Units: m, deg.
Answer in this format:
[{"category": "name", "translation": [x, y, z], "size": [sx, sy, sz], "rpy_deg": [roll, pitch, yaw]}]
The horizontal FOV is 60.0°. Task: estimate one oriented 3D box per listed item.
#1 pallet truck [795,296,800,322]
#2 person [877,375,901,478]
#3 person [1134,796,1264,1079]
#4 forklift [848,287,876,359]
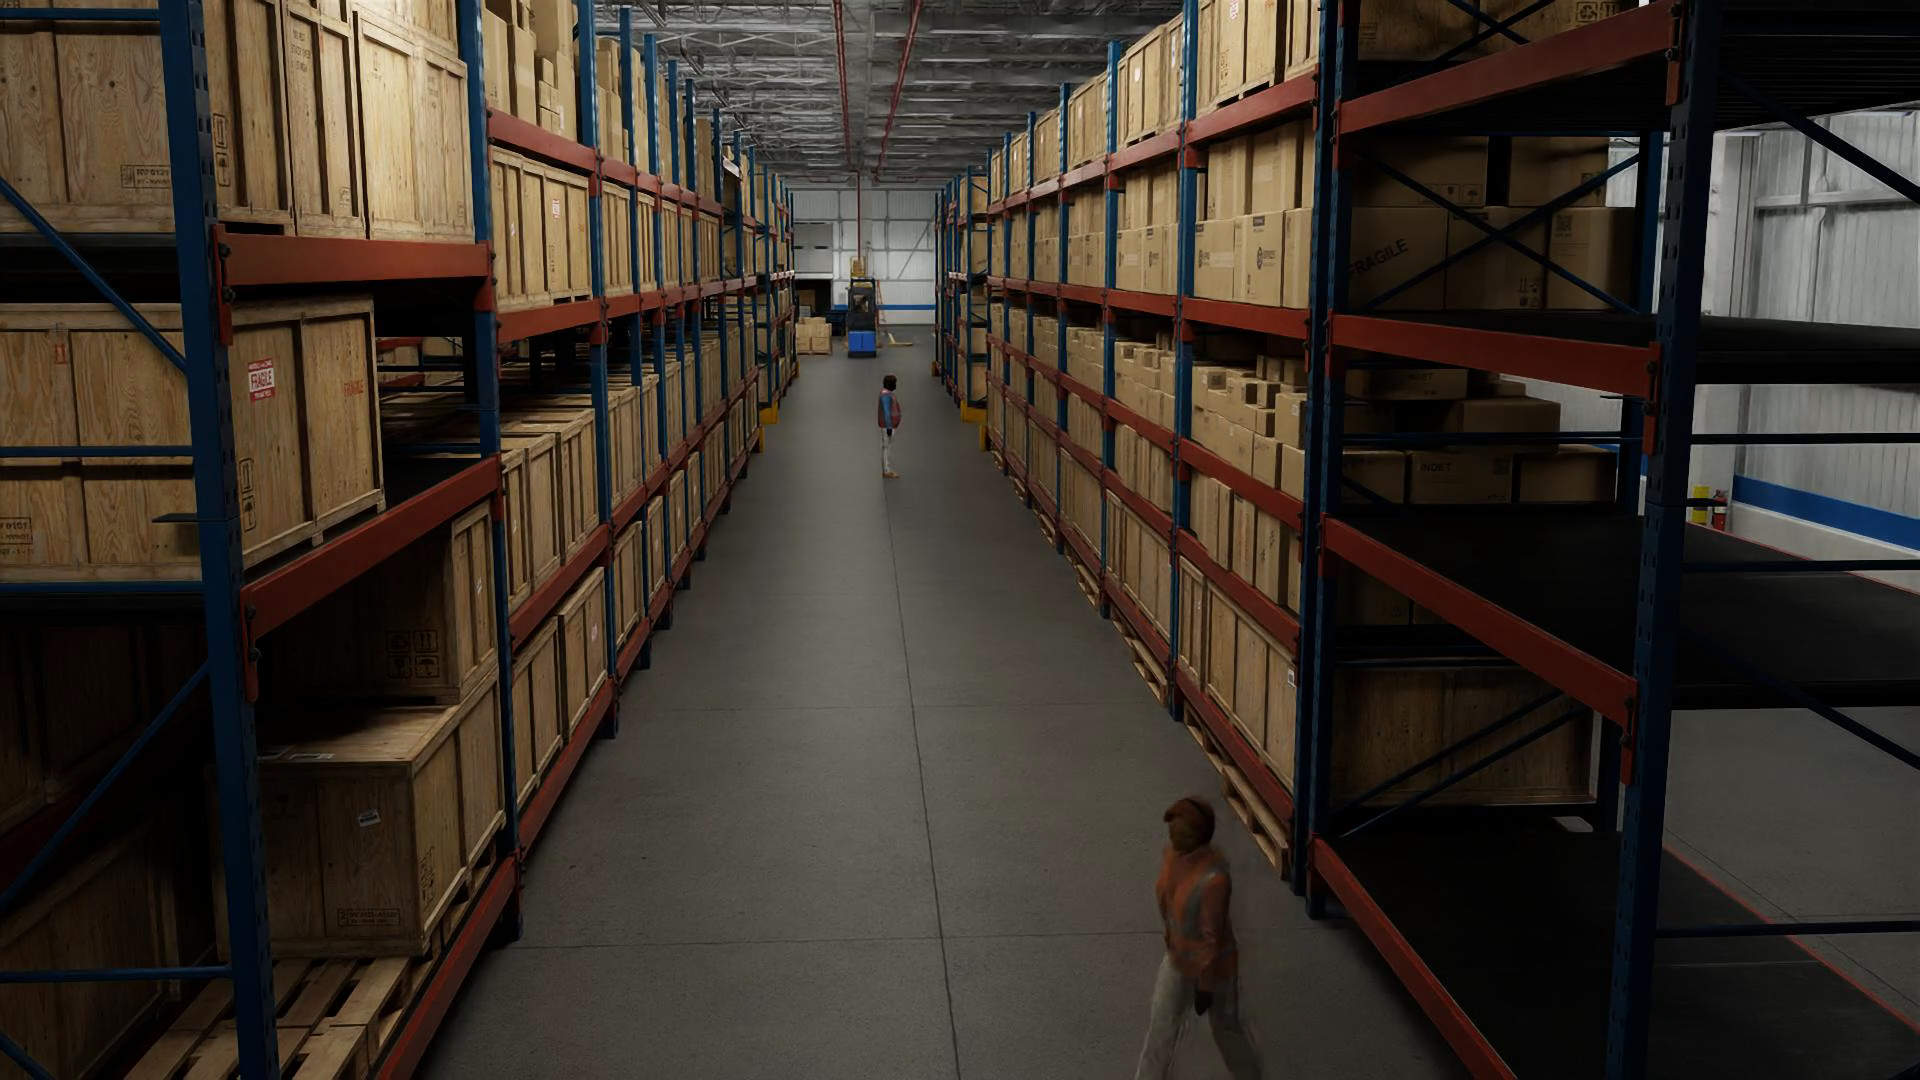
[{"category": "pallet truck", "translation": [-8.622, -12.439, 91.403], "size": [1.885, 1.965, 0.823], "rpy_deg": [2, 10, 13]}, {"category": "person", "translation": [-1.260, -2.027, 29.677], "size": [0.429, 1.844, 0.627], "rpy_deg": [0, 10, -3]}, {"category": "person", "translation": [1.016, 1.851, 7.283], "size": [0.856, 1.573, 0.561], "rpy_deg": [-5, 11, -26]}, {"category": "forklift", "translation": [-3.902, -8.639, 66.070], "size": [1.129, 2.768, 1.873], "rpy_deg": [-1, 10, -4]}]
